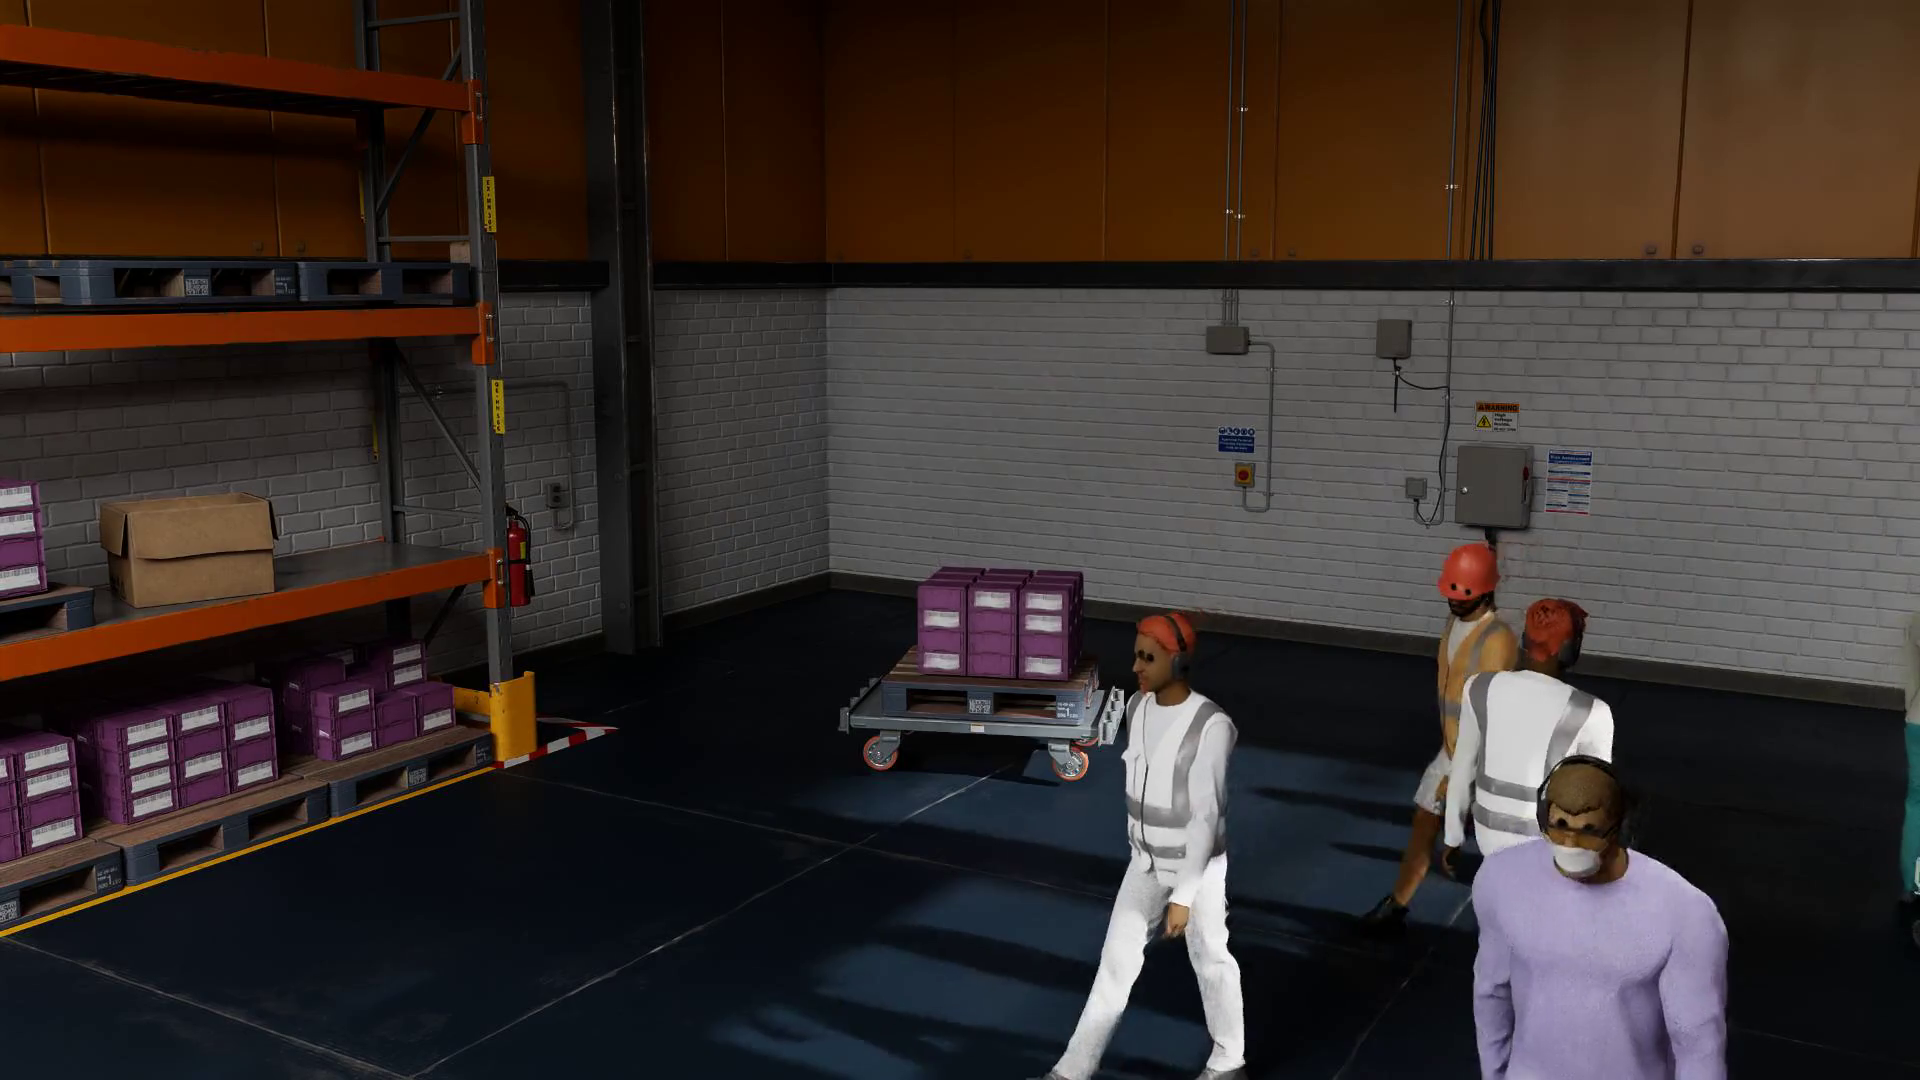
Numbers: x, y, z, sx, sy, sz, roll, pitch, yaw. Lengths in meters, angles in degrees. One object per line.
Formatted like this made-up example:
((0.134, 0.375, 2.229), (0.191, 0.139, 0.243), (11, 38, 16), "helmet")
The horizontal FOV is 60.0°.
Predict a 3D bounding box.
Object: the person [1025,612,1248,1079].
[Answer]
((0.673, 1.179, 5.894), (0.956, 1.839, 0.580), (-6, 11, -33), "person")

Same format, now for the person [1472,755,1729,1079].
((1.589, 1.437, 4.207), (0.650, 1.877, 1.059), (6, 11, 32), "person")

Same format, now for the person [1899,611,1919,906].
((4.715, 0.905, 7.911), (0.434, 1.747, 0.540), (-6, 11, -33), "person")

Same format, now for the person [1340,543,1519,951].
((2.175, 0.935, 7.299), (0.951, 1.872, 0.552), (-2, 9, -12), "person")

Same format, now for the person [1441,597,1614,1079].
((2.187, 1.114, 6.241), (0.593, 1.854, 0.861), (9, 13, 44), "person")

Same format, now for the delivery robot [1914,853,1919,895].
((4.622, 1.540, 7.338), (0.707, 0.478, 0.477), (6, 11, 35), "delivery robot")
